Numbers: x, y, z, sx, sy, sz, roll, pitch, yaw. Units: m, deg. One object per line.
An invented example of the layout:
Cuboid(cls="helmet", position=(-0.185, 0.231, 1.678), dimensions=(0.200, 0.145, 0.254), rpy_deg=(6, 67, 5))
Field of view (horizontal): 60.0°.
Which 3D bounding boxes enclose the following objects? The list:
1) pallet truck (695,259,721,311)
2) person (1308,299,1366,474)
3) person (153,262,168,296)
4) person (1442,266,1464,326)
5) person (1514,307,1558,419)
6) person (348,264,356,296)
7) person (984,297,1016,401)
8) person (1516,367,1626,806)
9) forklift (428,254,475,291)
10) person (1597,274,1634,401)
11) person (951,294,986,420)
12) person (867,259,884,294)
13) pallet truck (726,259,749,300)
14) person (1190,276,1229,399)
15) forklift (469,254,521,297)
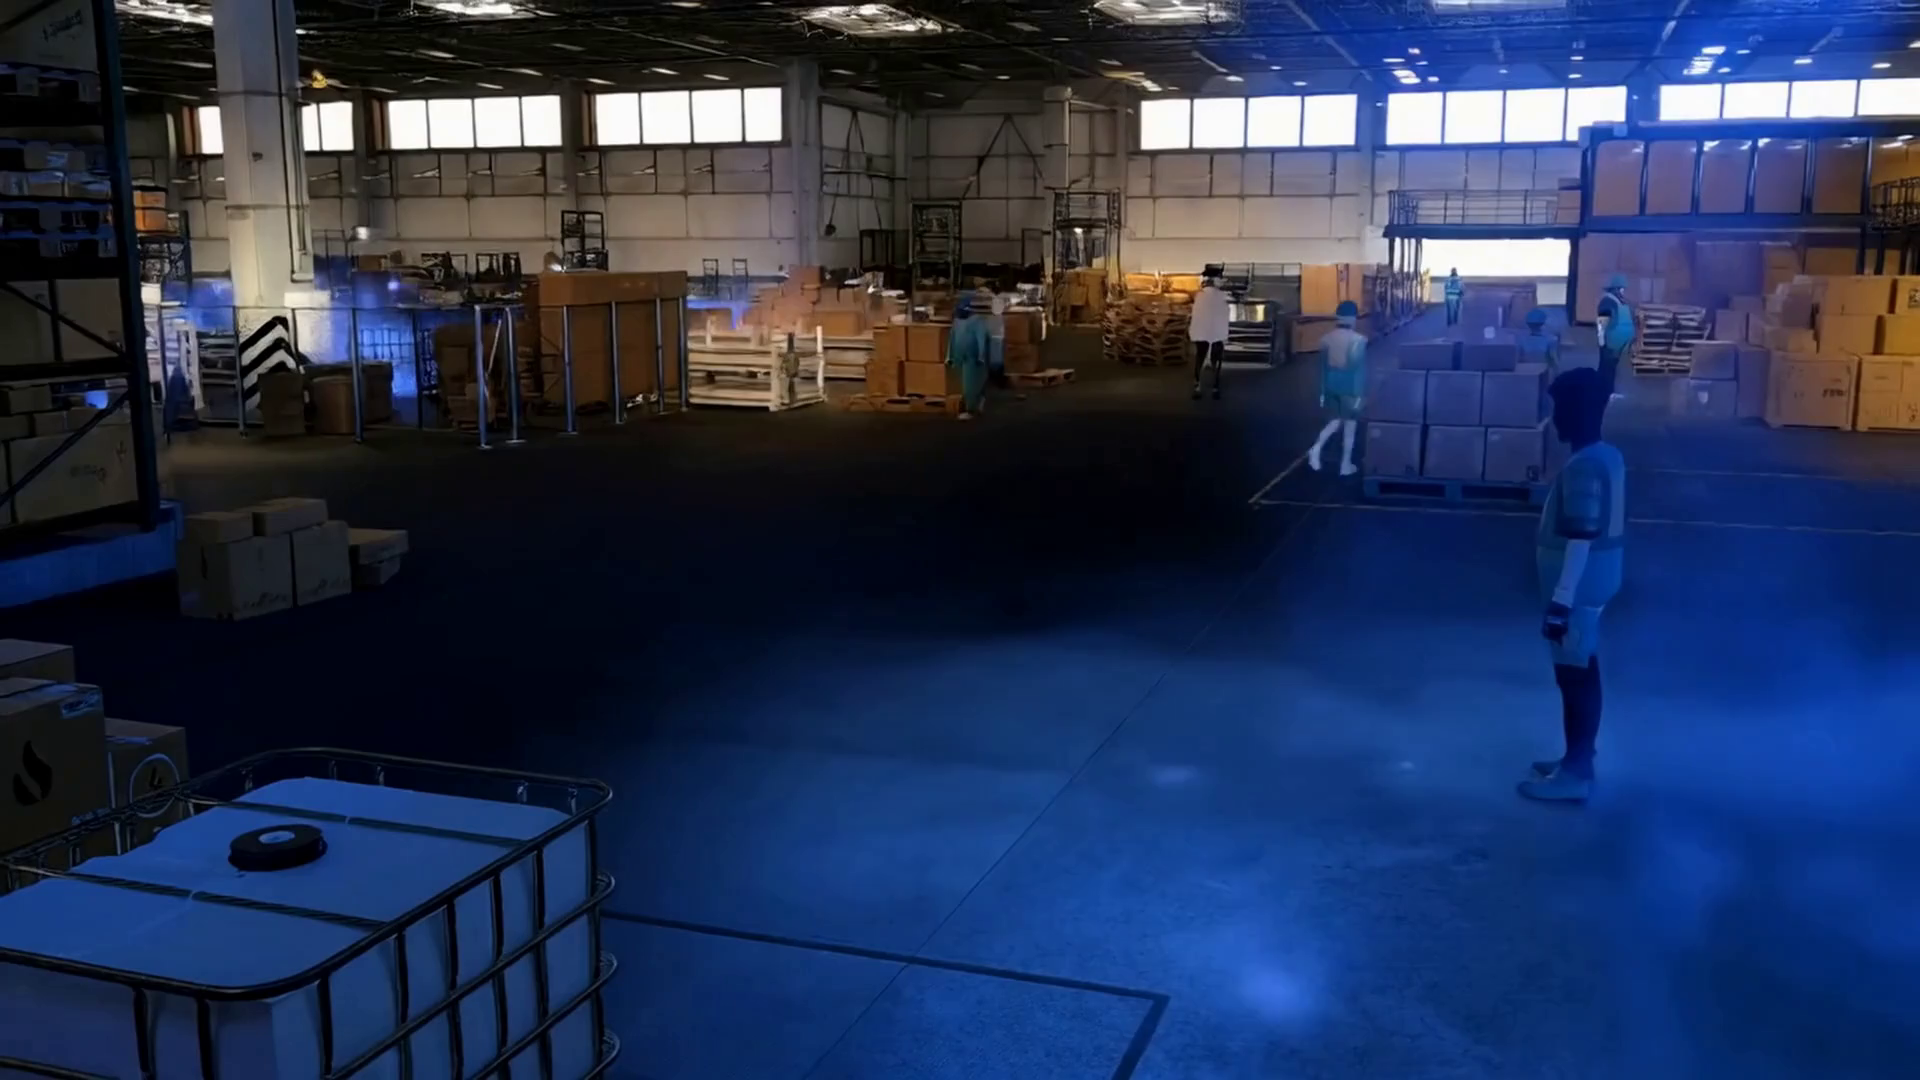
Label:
Cuboid(cls="pallet truck", position=(-9.165, -9.627, 62.776), dimensions=(0.823, 1.965, 1.885), rpy_deg=(4, 11, 23))
Cuboid(cls="person", position=(4.114, -1.644, 18.039), dimensions=(0.622, 1.921, 0.550), rpy_deg=(-9, 13, -40))
Cuboid(cls="person", position=(-27.654, -8.638, 57.467), dimensions=(0.652, 1.905, 0.408), rpy_deg=(6, 12, 29))
Cuboid(cls="person", position=(14.572, -7.144, 49.155), dimensions=(0.605, 1.862, 0.705), rpy_deg=(4, 11, 21))
Cuboid(cls="person", position=(6.870, -1.902, 19.936), dimensions=(0.525, 1.765, 0.329), rpy_deg=(6, 12, 30))
Cuboid(cls="person", position=(-21.515, -8.891, 59.148), dimensions=(0.449, 1.817, 0.593), rpy_deg=(-7, 12, -33))
Cuboid(cls="person", position=(0.656, -3.042, 26.576), dimensions=(0.715, 1.665, 0.553), rpy_deg=(3, 11, 18))
Cuboid(cls="person", position=(2.767, 0.208, 7.476), dimensions=(0.367, 1.965, 0.604), rpy_deg=(6, 12, 30))
Cuboid(cls="forklift", position=(-20.133, -10.254, 65.465), dimensions=(1.157, 1.987, 2.680), rpy_deg=(3, 11, 19))
Cuboid(cls="person", position=(10.563, -3.257, 26.779), dimensions=(0.536, 2.000, 0.683), rpy_deg=(9, 13, 41))
Cuboid(cls="person", position=(0.140, -2.643, 23.991), dimensions=(0.599, 1.802, 0.633), rpy_deg=(9, 13, 41))
Cuboid(cls="person", position=(-2.652, -7.732, 51.969), dimensions=(0.605, 2.045, 0.377), rpy_deg=(-8, 13, -36))
Cuboid(cls="pallet truck", position=(-7.986, -9.493, 62.019), dimensions=(0.823, 1.965, 1.885), rpy_deg=(3, 11, 17))
Cuboid(cls="person", position=(4.052, -3.268, 26.975), dimensions=(0.624, 1.990, 0.388), rpy_deg=(1, 10, 5))
Cuboid(cls="forklift", position=(-17.990, -10.121, 64.684), dimensions=(1.157, 1.987, 2.680), rpy_deg=(3, 11, 17))
